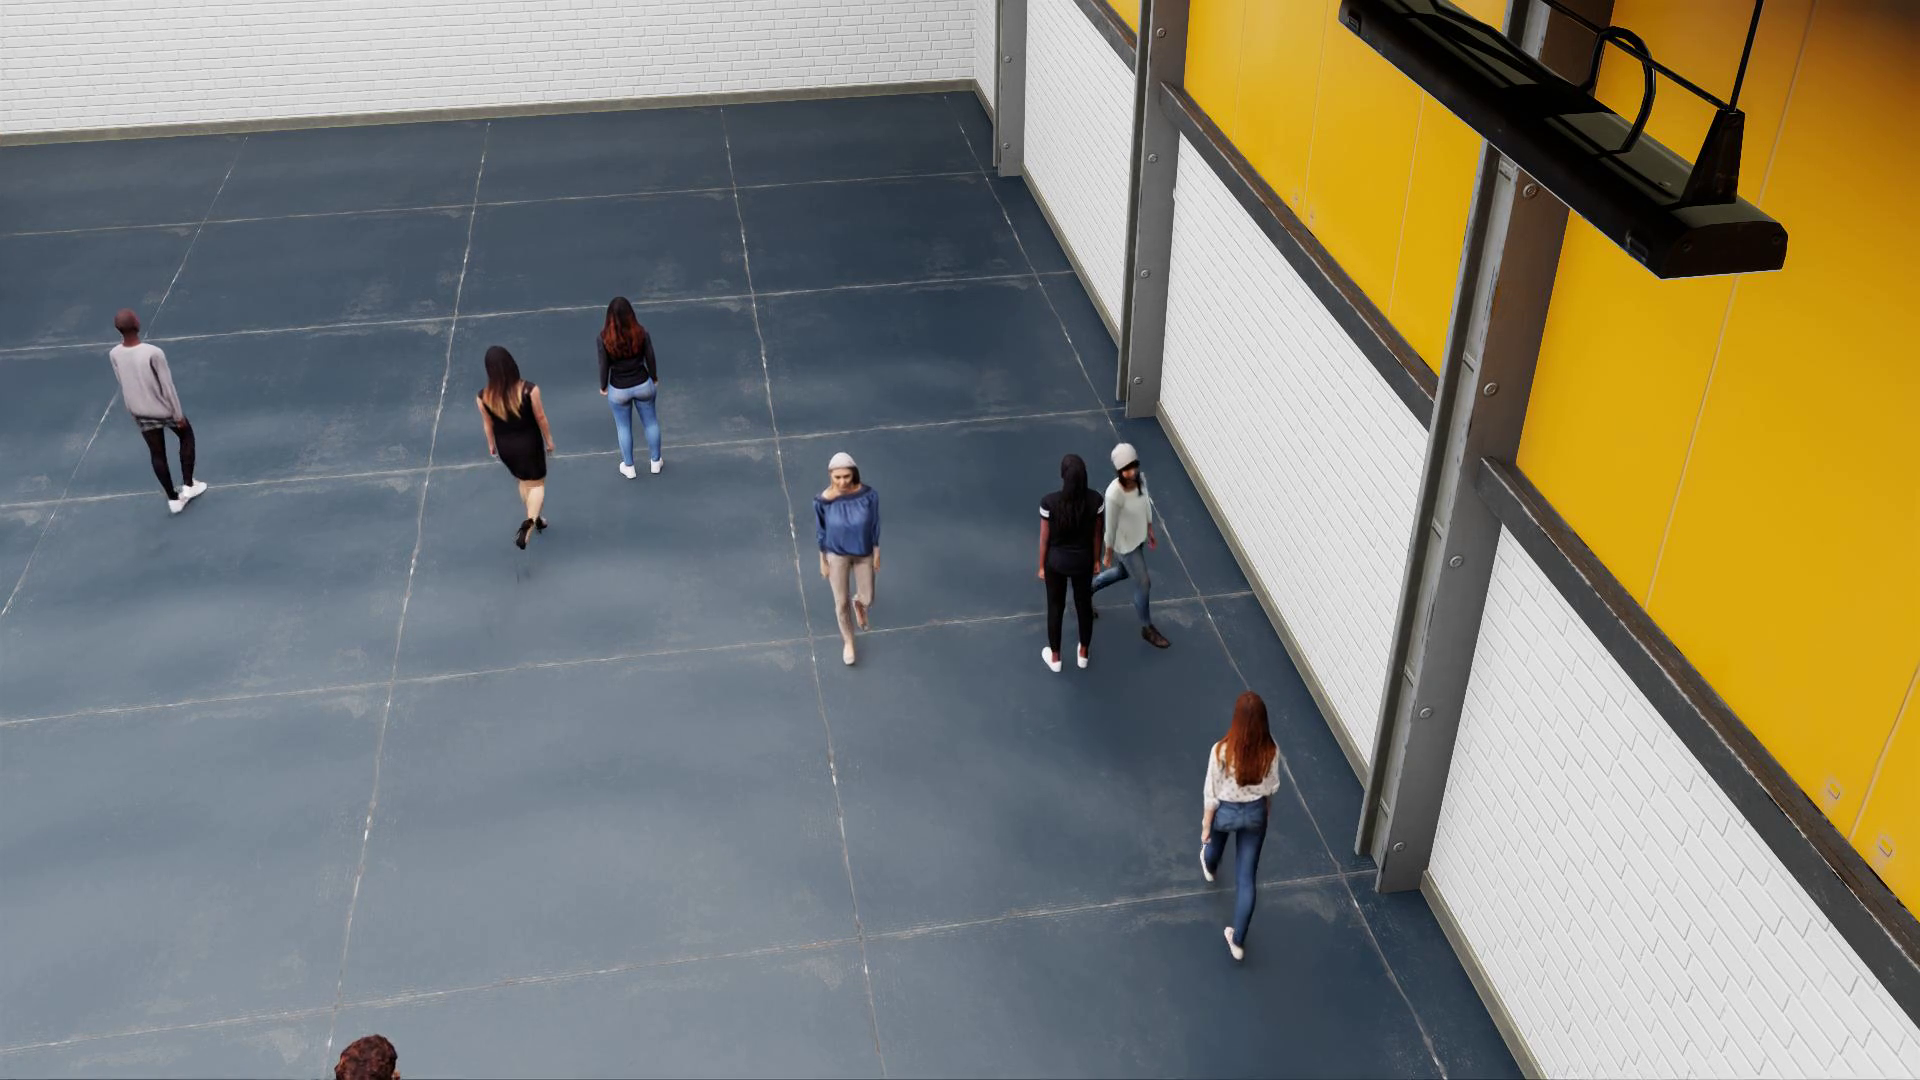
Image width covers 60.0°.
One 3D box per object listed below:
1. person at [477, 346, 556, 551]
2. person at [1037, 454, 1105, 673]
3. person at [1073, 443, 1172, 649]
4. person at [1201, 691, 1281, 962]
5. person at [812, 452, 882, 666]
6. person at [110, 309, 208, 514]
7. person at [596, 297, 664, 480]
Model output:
[{"bbox_3d":[-3.412,-0.662,12.902,0.769,1.687,0.976,0,34,1],"label":"person"},{"bbox_3d":[0.766,0.156,11.633,0.601,1.730,0.530,-5,34,-8],"label":"person"},{"bbox_3d":[1.151,-0.002,11.986,1.101,1.602,1.047,18,38,25],"label":"person"},{"bbox_3d":[1.602,1.638,9.450,0.719,1.678,1.153,-1,34,-1],"label":"person"},{"bbox_3d":[-0.793,0.074,11.793,0.613,1.688,0.730,-5,34,-8],"label":"person"},{"bbox_3d":[-6.491,-0.989,13.326,0.706,1.763,0.708,1,34,2],"label":"person"},{"bbox_3d":[-2.747,-1.279,13.878,0.665,1.634,0.610,-11,35,-16],"label":"person"}]
